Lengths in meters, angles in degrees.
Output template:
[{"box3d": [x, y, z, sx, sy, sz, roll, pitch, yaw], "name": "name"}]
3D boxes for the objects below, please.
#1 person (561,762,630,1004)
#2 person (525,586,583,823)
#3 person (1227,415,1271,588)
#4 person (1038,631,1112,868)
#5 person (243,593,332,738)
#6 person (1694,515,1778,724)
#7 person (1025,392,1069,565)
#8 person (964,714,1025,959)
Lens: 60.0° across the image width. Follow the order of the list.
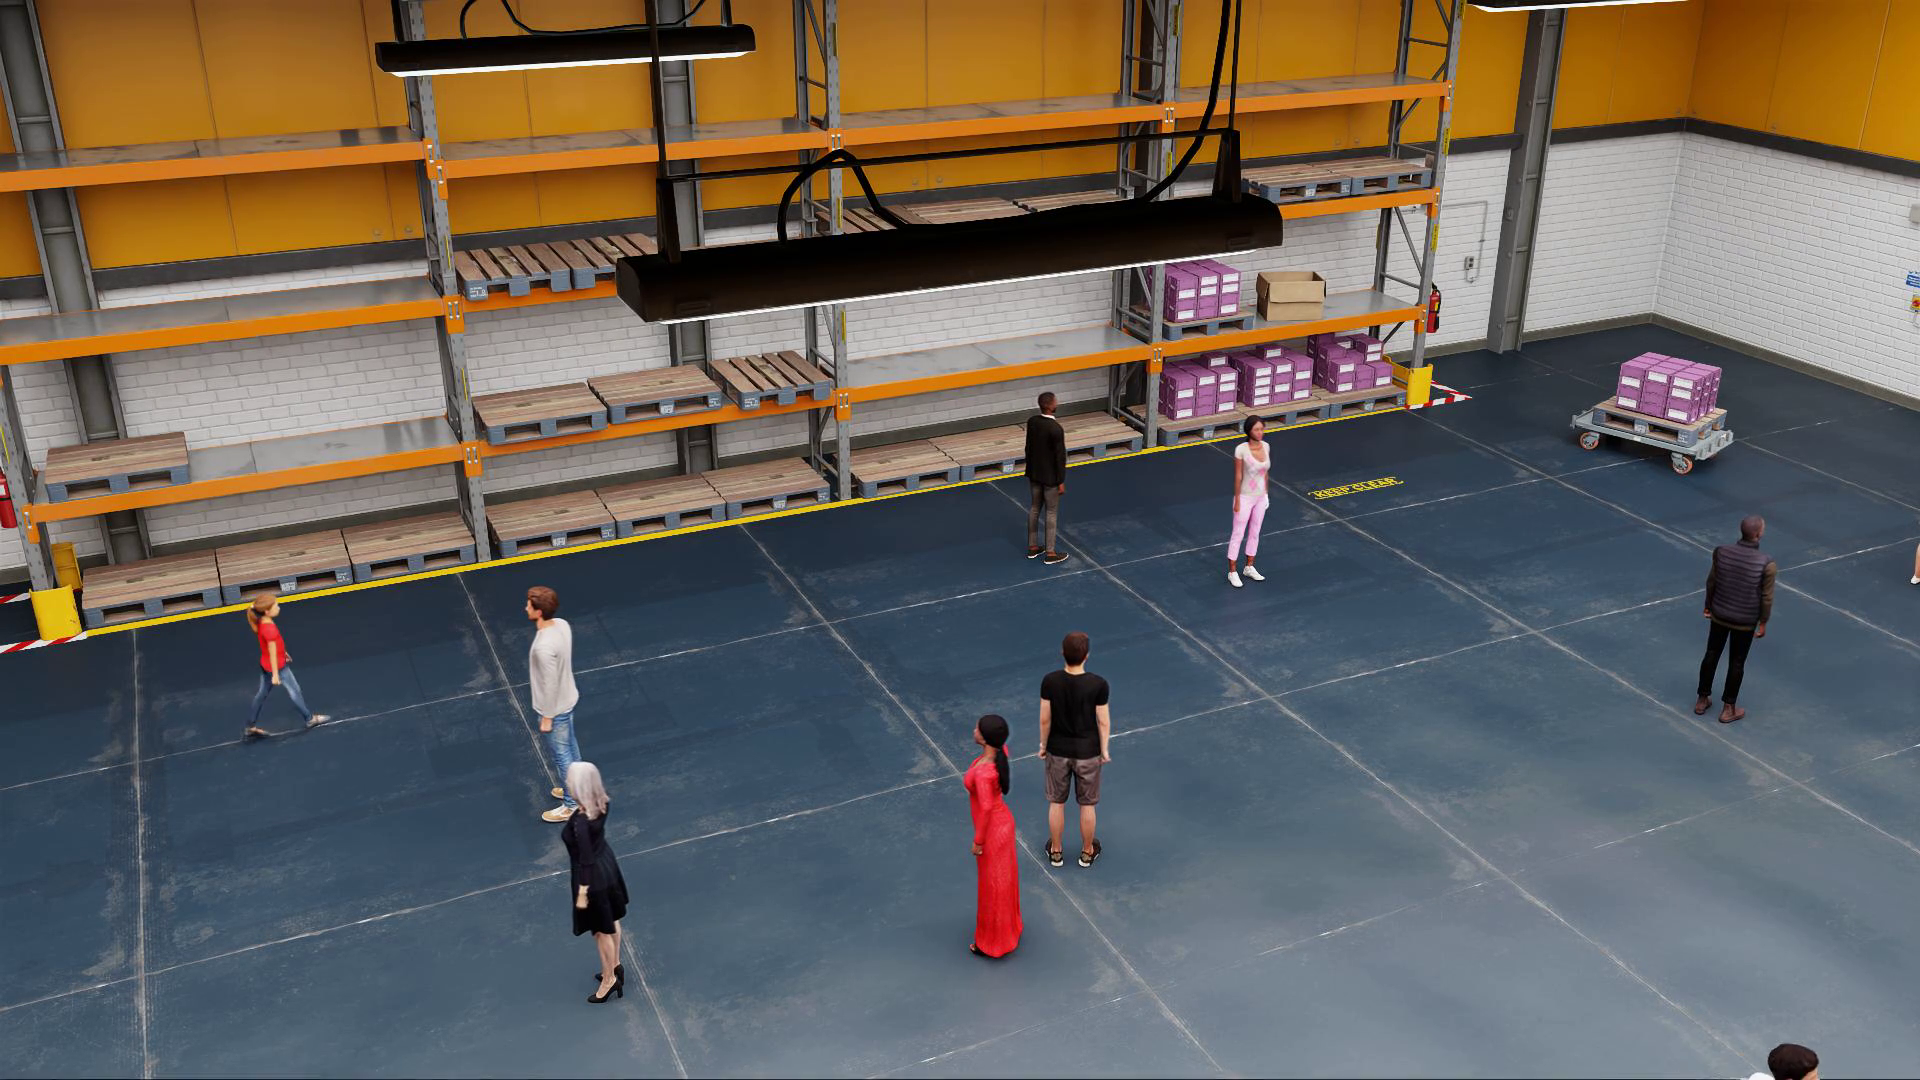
[{"box3d": [-2.327, 2.162, 10.561, 0.719, 1.747, 0.697, 2, 24, 5], "name": "person"}, {"box3d": [-3.038, 1.222, 12.516, 0.730, 1.902, 0.746, 0, 24, 1], "name": "person"}, {"box3d": [2.862, -0.403, 16.437, 0.476, 1.741, 0.643, -13, 27, -28], "name": "person"}, {"box3d": [0.805, 1.503, 11.925, 0.733, 1.862, 0.837, 4, 24, 8], "name": "person"}, {"box3d": [-5.715, 1.058, 13.670, 0.950, 1.280, 0.622, -17, 29, -34], "name": "person"}, {"box3d": [6.481, 0.642, 13.928, 0.673, 1.836, 0.751, -19, 30, -37], "name": "person"}, {"box3d": [0.871, -0.645, 16.917, 0.664, 1.799, 0.716, -20, 30, -38], "name": "person"}, {"box3d": [0.217, 1.948, 11.005, 0.794, 1.784, 0.741, 7, 24, 15], "name": "person"}]
